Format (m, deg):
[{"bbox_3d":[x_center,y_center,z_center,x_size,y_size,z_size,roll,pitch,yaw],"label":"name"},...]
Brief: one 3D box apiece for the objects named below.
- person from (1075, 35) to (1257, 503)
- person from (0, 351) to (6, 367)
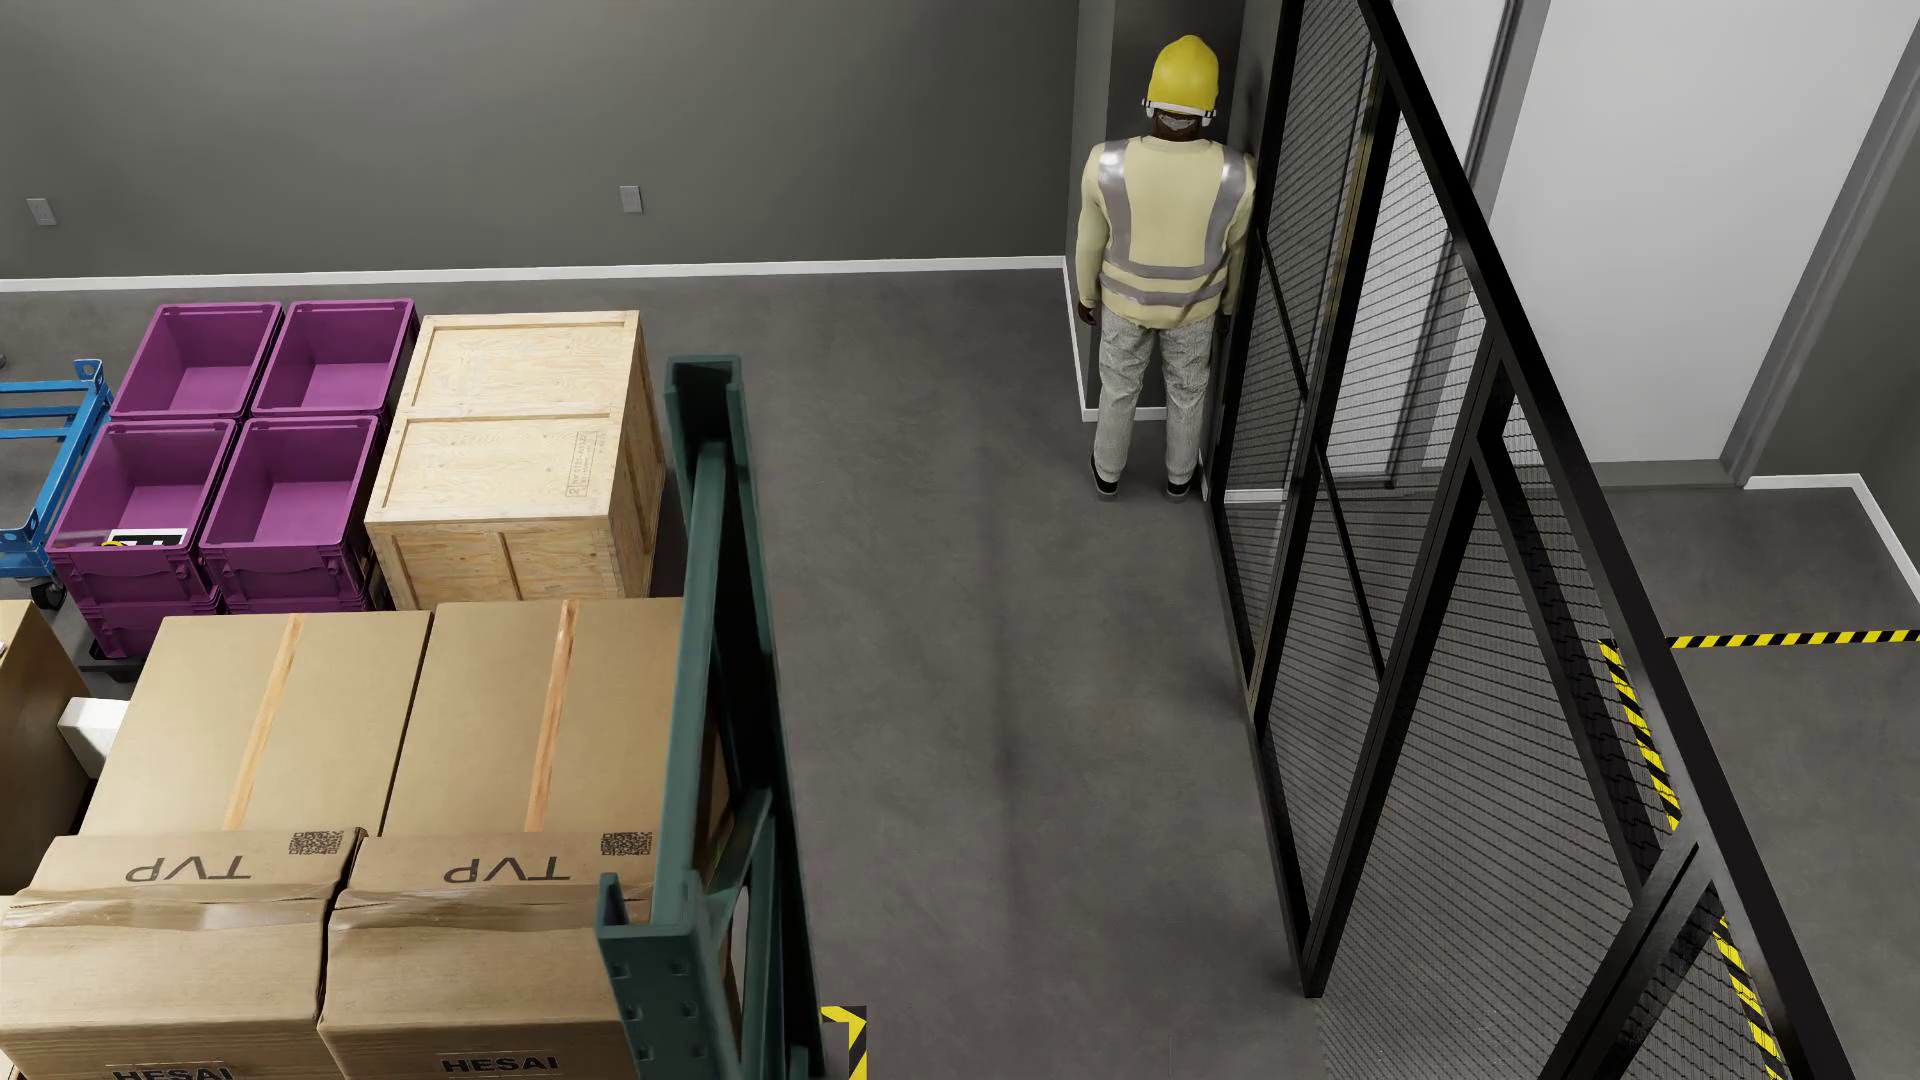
[{"bbox_3d":[0.683,-0.855,5.645,0.593,1.833,0.404,4,46,4],"label":"person"},{"bbox_3d":[-4.032,-1.264,5.963,0.363,1.939,0.636,-4,46,-4],"label":"person"}]
